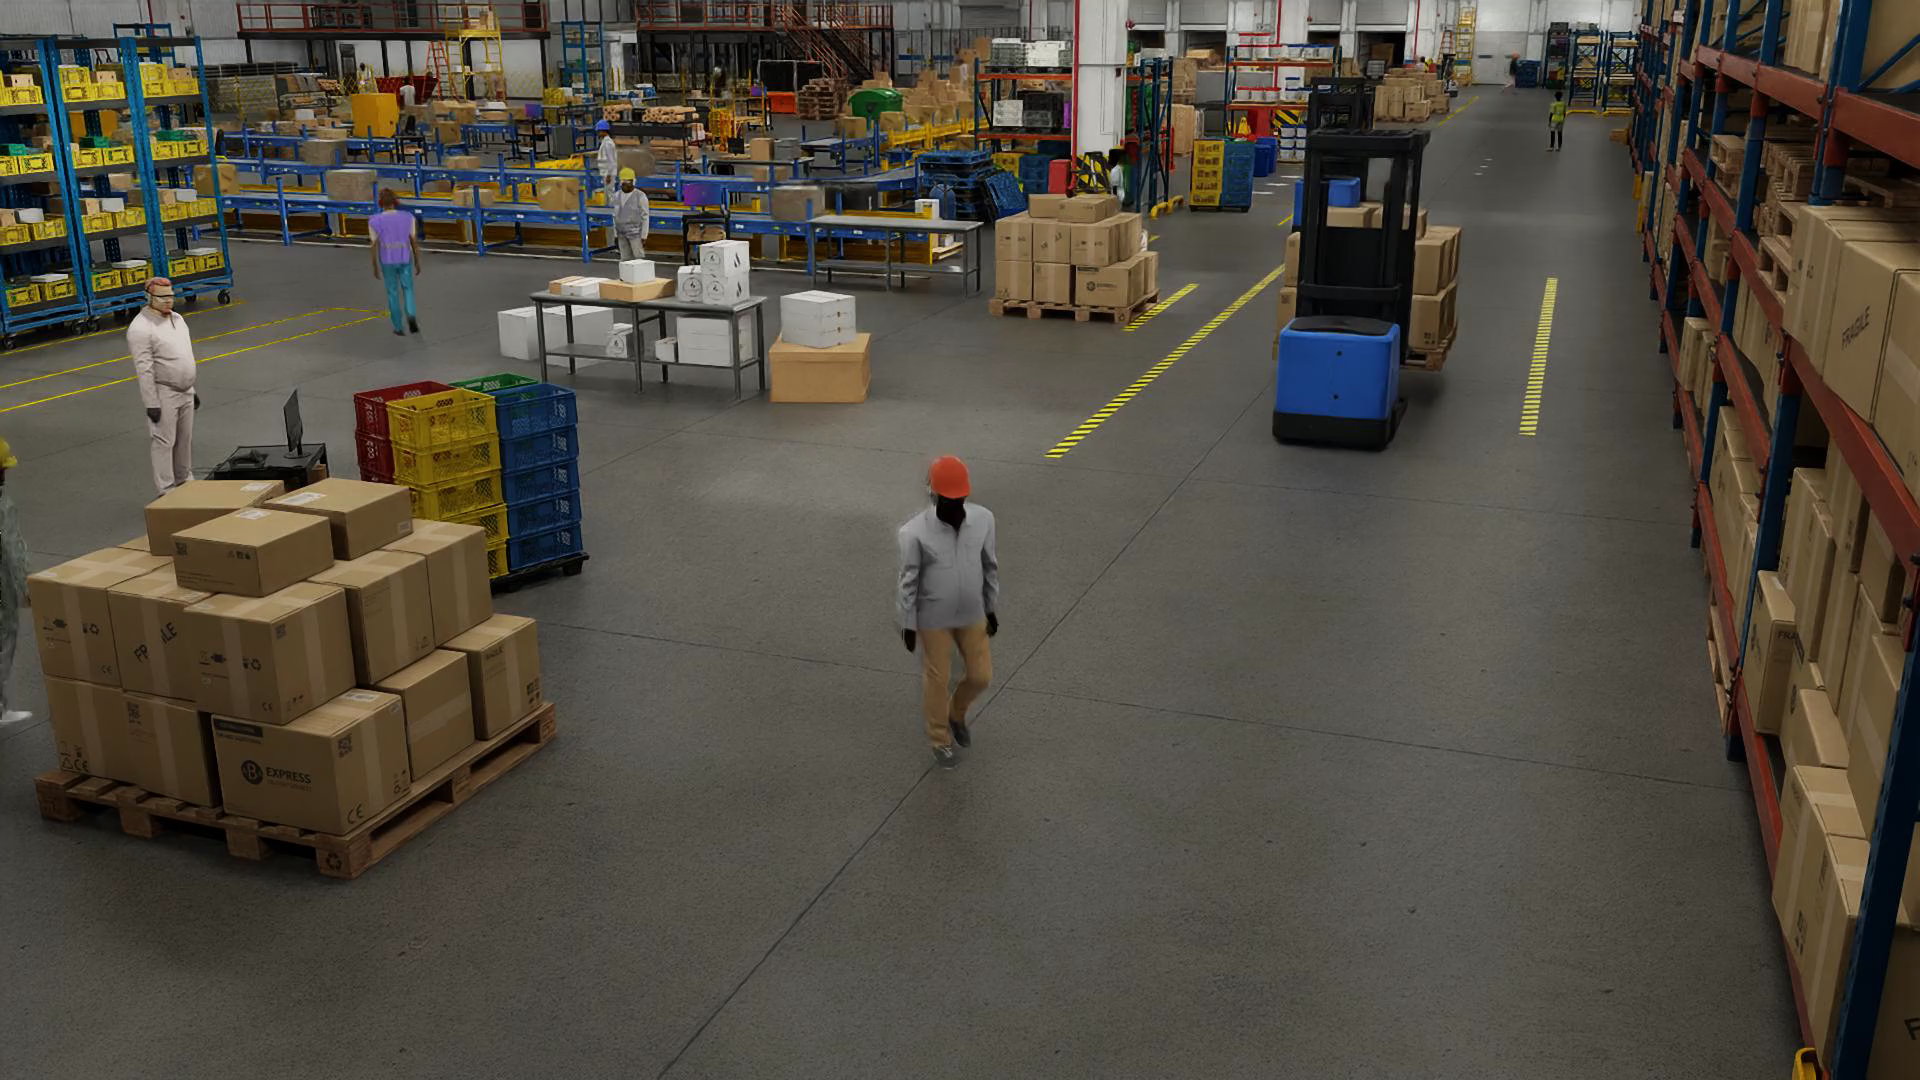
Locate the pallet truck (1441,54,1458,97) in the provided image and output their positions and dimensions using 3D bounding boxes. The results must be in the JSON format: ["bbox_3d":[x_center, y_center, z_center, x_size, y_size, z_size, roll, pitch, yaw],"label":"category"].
[{"bbox_3d":[22.765,-21.886,78.355,0.823,1.965,1.885,-4,18,-14],"label":"pallet truck"}]

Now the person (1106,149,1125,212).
[{"bbox_3d":[2.577,-5.825,28.404,0.521,1.676,0.549,4,18,12],"label":"person"}]

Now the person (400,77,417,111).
[{"bbox_3d":[-18.364,-14.468,55.364,0.519,1.809,1.004,-9,20,-26],"label":"person"}]

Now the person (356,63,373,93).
[{"bbox_3d":[-24.862,-18.988,69.522,0.596,1.837,0.980,-8,19,-23],"label":"person"}]

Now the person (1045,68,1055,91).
[{"bbox_3d":[3.906,-20.160,72.979,0.646,1.963,1.087,10,20,28],"label":"person"}]

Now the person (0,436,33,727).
[{"bbox_3d":[-5.450,0.241,9.307,0.556,1.702,0.435,7,19,20],"label":"person"}]

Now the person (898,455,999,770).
[{"bbox_3d":[-0.046,0.385,8.793,0.583,1.735,0.374,-8,19,-24],"label":"person"}]

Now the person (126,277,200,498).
[{"bbox_3d":[-6.346,-1.167,13.410,0.400,1.905,0.643,2,18,7],"label":"person"}]

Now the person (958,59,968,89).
[{"bbox_3d":[0.232,-20.724,74.954,1.109,1.866,0.680,9,20,25],"label":"person"}]

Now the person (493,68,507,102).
[{"bbox_3d":[-18.132,-17.713,65.635,0.529,1.761,0.334,-1,18,-4],"label":"person"}]

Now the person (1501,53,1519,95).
[{"bbox_3d":[26.696,-22.537,80.446,0.716,1.973,0.621,5,18,16],"label":"person"}]

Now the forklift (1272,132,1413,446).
[{"bbox_3d":[3.727,-2.460,15.884,1.129,2.768,1.873,6,19,19],"label":"forklift"}]

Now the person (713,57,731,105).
[{"bbox_3d":[-10.324,-19.858,71.915,0.955,2.000,0.684,15,23,39],"label":"person"}]

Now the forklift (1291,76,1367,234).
[{"bbox_3d":[6.598,-6.755,29.381,1.129,2.768,1.873,6,19,19],"label":"forklift"}]

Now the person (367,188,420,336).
[{"bbox_3d":[-7.020,-3.447,20.676,0.589,1.835,0.436,-9,20,-27],"label":"person"}]

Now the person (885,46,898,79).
[{"bbox_3d":[-4.147,-28.363,98.850,0.950,1.901,0.652,12,21,32],"label":"person"}]

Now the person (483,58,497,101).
[{"bbox_3d":[-21.217,-20.740,74.936,0.904,1.897,0.603,6,19,19],"label":"person"}]

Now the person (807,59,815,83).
[{"bbox_3d":[-6.358,-19.724,71.660,0.376,1.935,0.550,4,18,13],"label":"person"}]

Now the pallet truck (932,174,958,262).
[{"bbox_3d":[-0.507,-5.292,27.348,0.653,1.274,1.630,6,19,19],"label":"pallet truck"}]

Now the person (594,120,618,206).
[{"bbox_3d":[-6.691,-6.965,31.553,0.397,1.946,0.617,-5,18,-15],"label":"person"}]

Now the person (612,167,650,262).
[{"bbox_3d":[-4.643,-4.307,23.387,0.600,1.833,0.404,9,20,27],"label":"person"}]

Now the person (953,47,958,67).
[{"bbox_3d":[-0.157,-26.353,92.406,0.611,1.988,0.391,10,20,28],"label":"person"}]

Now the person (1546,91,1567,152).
[{"bbox_3d":[17.245,-12.089,48.060,0.532,1.697,0.322,-4,18,-11],"label":"person"}]

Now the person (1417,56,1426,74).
[{"bbox_3d":[22.319,-22.536,80.673,0.573,1.828,0.644,16,24,41],"label":"person"}]
